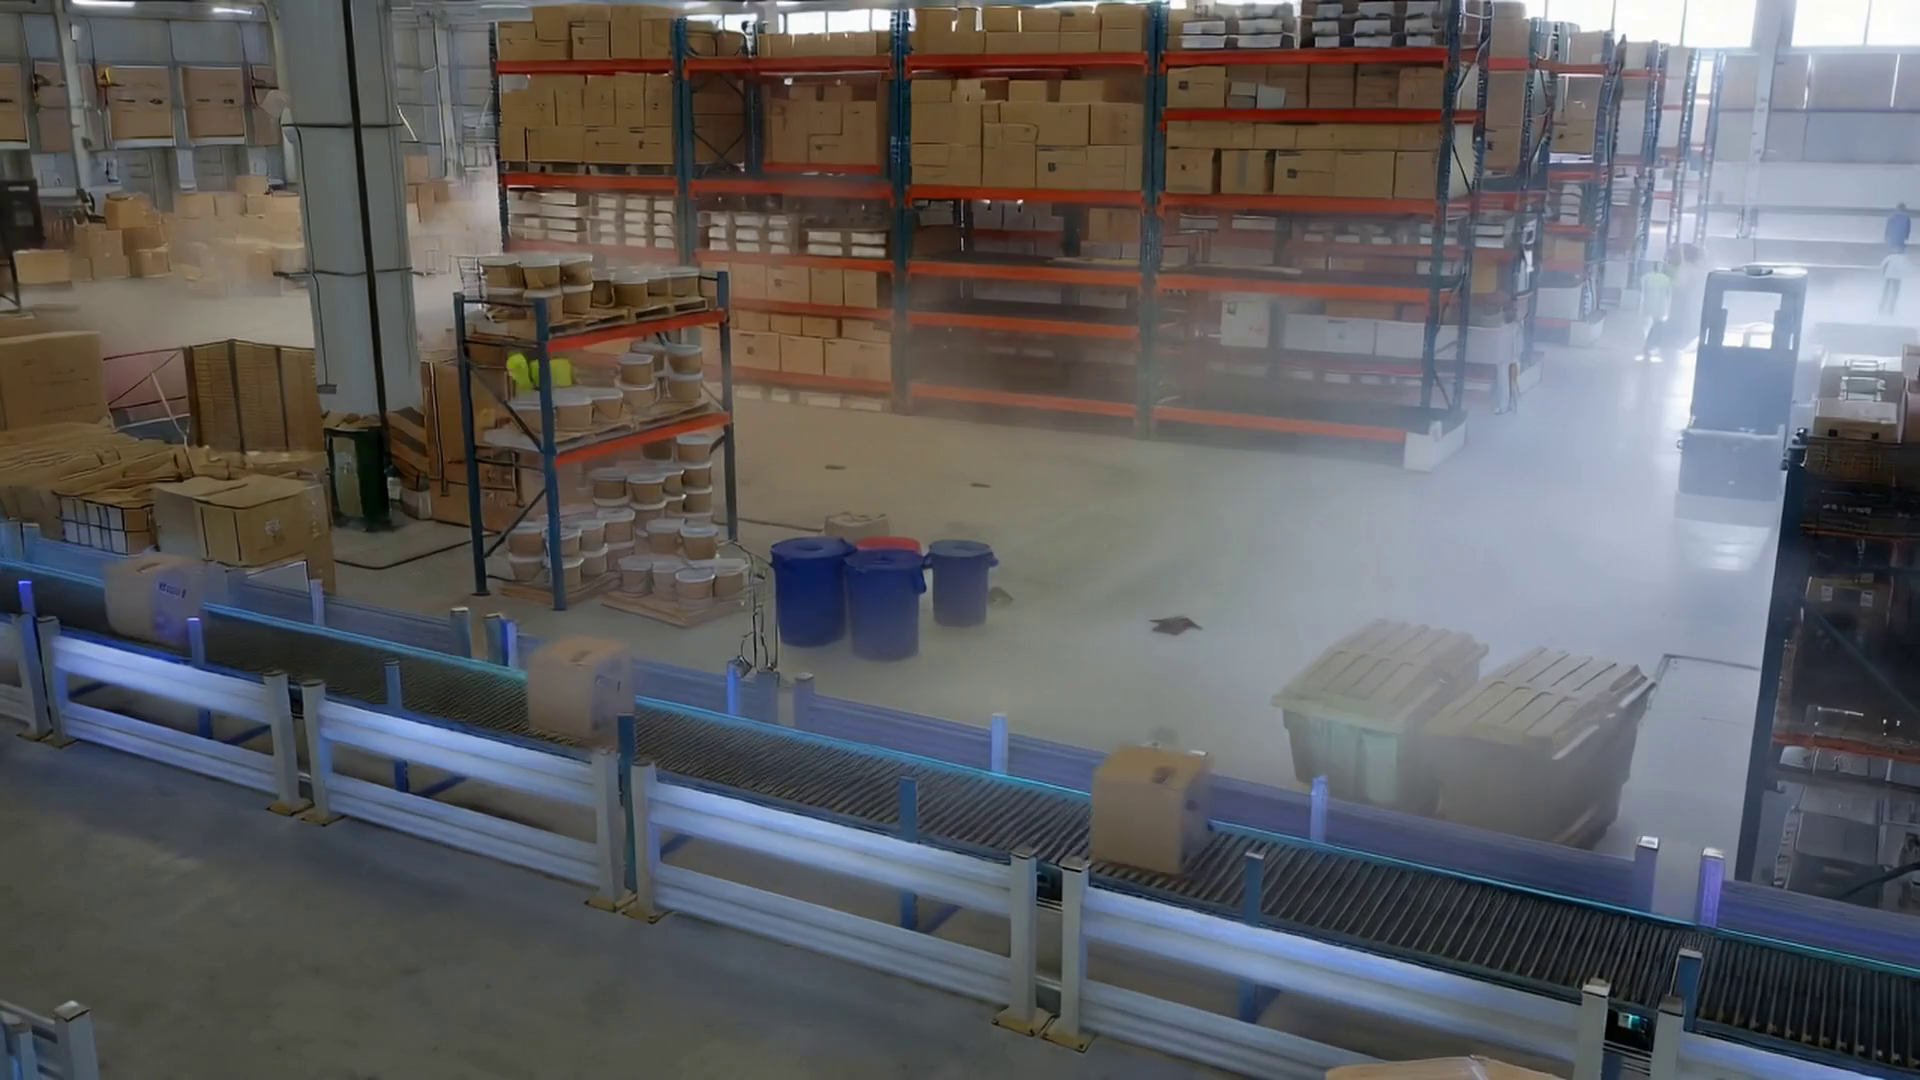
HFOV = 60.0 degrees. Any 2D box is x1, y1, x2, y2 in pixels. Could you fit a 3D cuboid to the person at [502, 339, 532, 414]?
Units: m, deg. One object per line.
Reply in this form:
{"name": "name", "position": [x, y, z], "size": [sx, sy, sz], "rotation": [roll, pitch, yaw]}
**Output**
{"name": "person", "position": [-6.001, -2.017, 23.001], "size": [0.647, 1.671, 0.543], "rotation": [2, 15, 9]}

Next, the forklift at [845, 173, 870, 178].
{"name": "forklift", "position": [-3.491, -11.519, 56.403], "size": [1.129, 2.768, 1.873], "rotation": [11, 19, 36]}

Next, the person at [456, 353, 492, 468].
{"name": "person", "position": [-6.360, -1.697, 21.937], "size": [0.849, 1.591, 0.519], "rotation": [9, 17, 31]}

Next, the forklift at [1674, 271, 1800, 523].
{"name": "forklift", "position": [9.269, -1.763, 19.726], "size": [1.129, 2.768, 1.873], "rotation": [8, 17, 27]}

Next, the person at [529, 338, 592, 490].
{"name": "person", "position": [-5.064, -1.614, 20.894], "size": [1.089, 1.996, 0.623], "rotation": [13, 19, 39]}

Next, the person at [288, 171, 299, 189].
{"name": "person", "position": [-27.159, -14.133, 68.058], "size": [0.589, 1.926, 0.387], "rotation": [-13, 20, -41]}

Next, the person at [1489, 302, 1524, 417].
{"name": "person", "position": [8.465, -2.796, 25.743], "size": [0.523, 1.769, 0.324], "rotation": [-8, 17, -27]}

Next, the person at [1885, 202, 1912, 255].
{"name": "person", "position": [27.208, -8.852, 48.287], "size": [0.646, 1.877, 0.879], "rotation": [8, 17, 28]}

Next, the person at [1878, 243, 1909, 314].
{"name": "person", "position": [21.369, -5.973, 38.001], "size": [0.465, 1.607, 0.510], "rotation": [-10, 18, -33]}

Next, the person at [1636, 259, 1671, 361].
{"name": "person", "position": [13.035, -4.306, 31.174], "size": [0.400, 1.901, 0.642], "rotation": [-9, 17, -30]}

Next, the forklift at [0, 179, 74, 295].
{"name": "forklift", "position": [-23.520, -7.647, 41.847], "size": [1.873, 2.768, 1.129], "rotation": [8, 17, 28]}

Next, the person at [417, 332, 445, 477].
{"name": "person", "position": [-7.018, -1.768, 21.656], "size": [0.472, 1.894, 0.649], "rotation": [10, 18, 34]}
